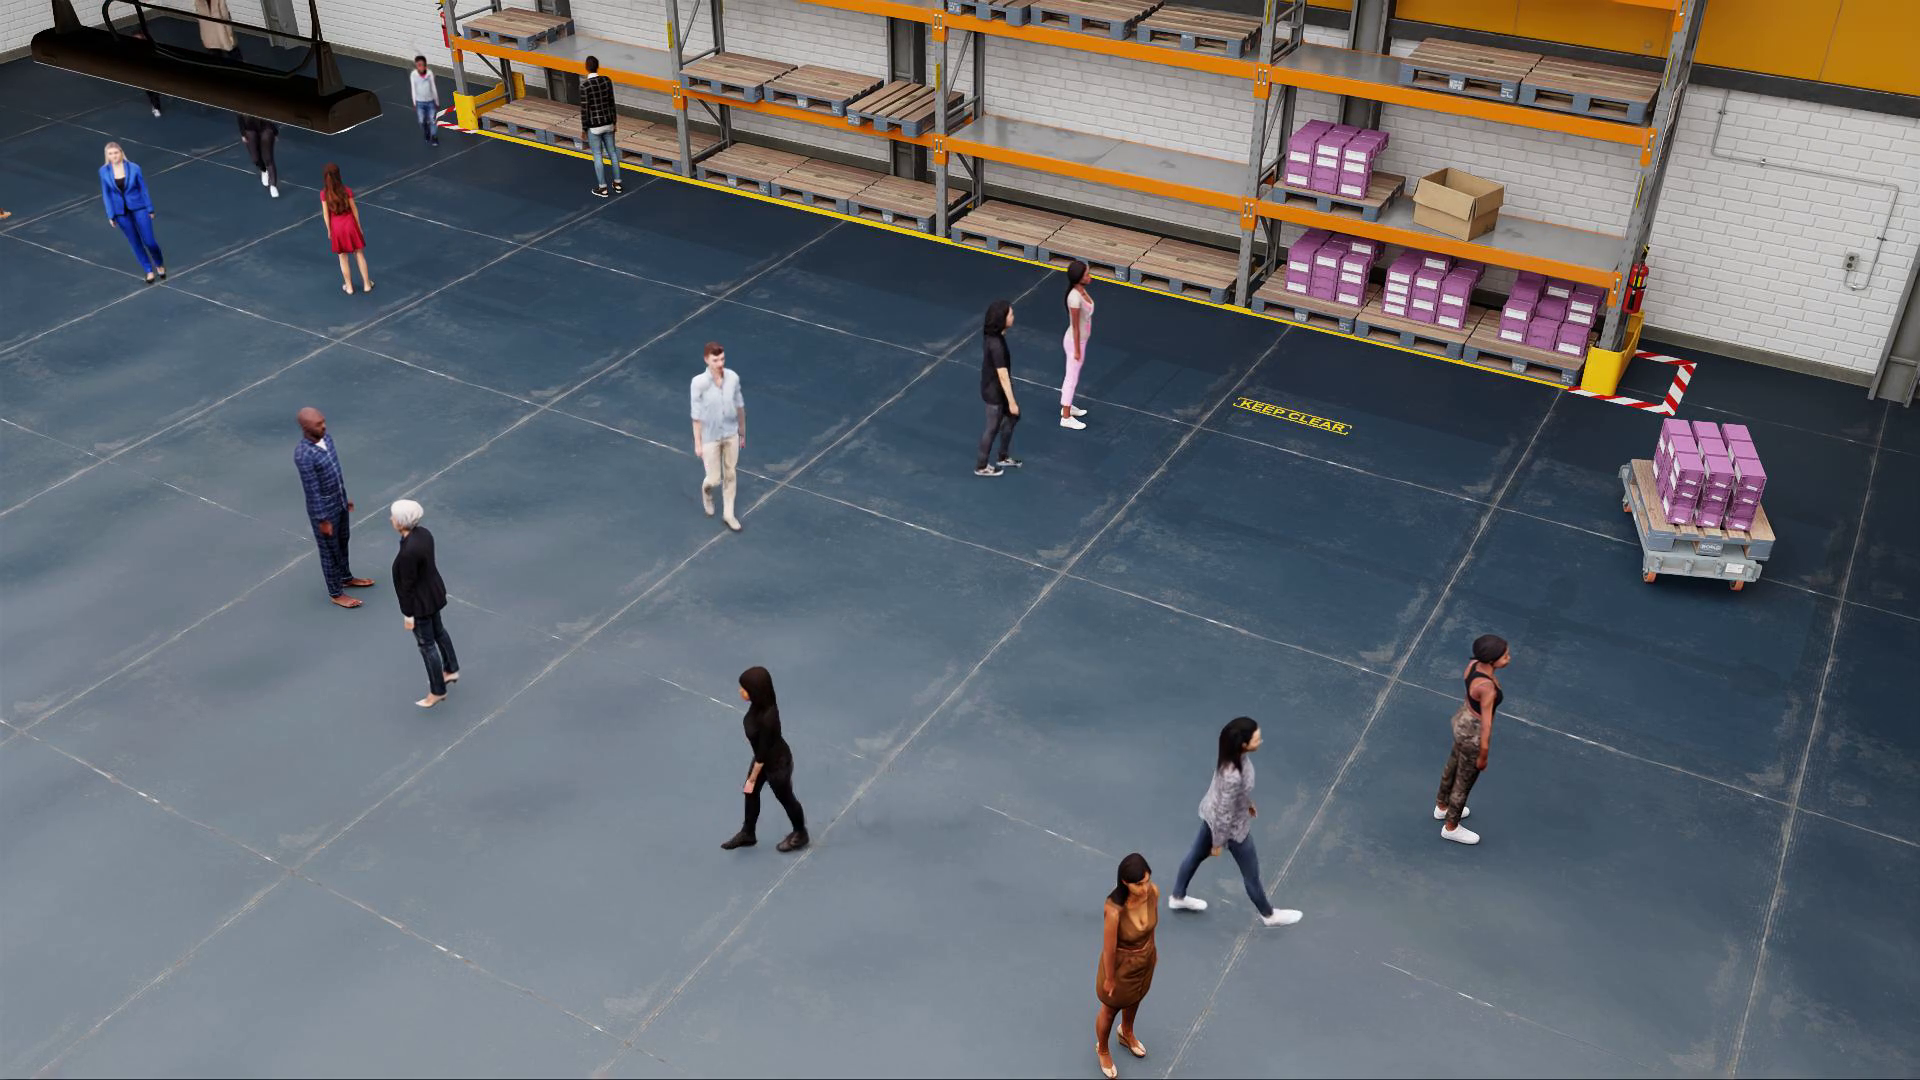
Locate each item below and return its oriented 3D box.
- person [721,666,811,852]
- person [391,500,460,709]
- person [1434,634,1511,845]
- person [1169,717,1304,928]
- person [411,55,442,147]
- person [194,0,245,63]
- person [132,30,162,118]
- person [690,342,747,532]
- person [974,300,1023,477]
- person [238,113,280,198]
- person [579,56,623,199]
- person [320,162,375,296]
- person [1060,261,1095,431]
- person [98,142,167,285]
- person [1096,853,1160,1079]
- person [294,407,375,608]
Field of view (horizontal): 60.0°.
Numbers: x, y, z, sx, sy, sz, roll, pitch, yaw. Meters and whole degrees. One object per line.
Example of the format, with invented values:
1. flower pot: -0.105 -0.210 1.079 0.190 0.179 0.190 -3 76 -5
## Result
1. person: -1.201 1.502 11.372 0.889 1.622 0.868 -13 36 -19
2. person: -4.105 0.484 12.621 0.740 1.780 0.818 2 34 3
3. person: 3.550 1.348 11.533 0.669 1.700 0.661 1 34 1
4. person: 1.629 1.830 10.816 1.186 1.691 0.941 2 34 3
5. person: -7.464 -6.163 23.234 0.597 1.256 0.655 -9 35 -13
6. person: -11.055 -7.466 24.635 0.964 1.875 0.956 3 34 4
7. person: -11.852 -6.806 24.240 0.884 1.212 0.989 -11 35 -16
8. person: -2.193 -0.968 14.889 0.829 1.842 0.898 -19 38 -26
9. person: 0.254 -1.393 15.550 0.856 1.819 0.805 0 34 0
10. person: -9.088 -5.306 21.568 0.831 1.673 0.896 -11 35 -16
11. person: -4.652 -5.359 21.514 0.735 1.820 0.684 -25 41 -32
12. person: -7.068 -3.578 19.077 0.680 1.552 0.740 -12 35 -17
13. person: 1.149 -1.953 16.462 0.636 1.741 0.647 4 34 6
14. person: -9.622 -3.826 19.326 0.714 1.690 0.774 -9 35 -13
15. person: 0.990 2.493 9.820 0.627 1.689 0.609 -25 41 -33
16. person: -5.298 -0.303 13.908 0.752 1.820 0.754 3 34 4
